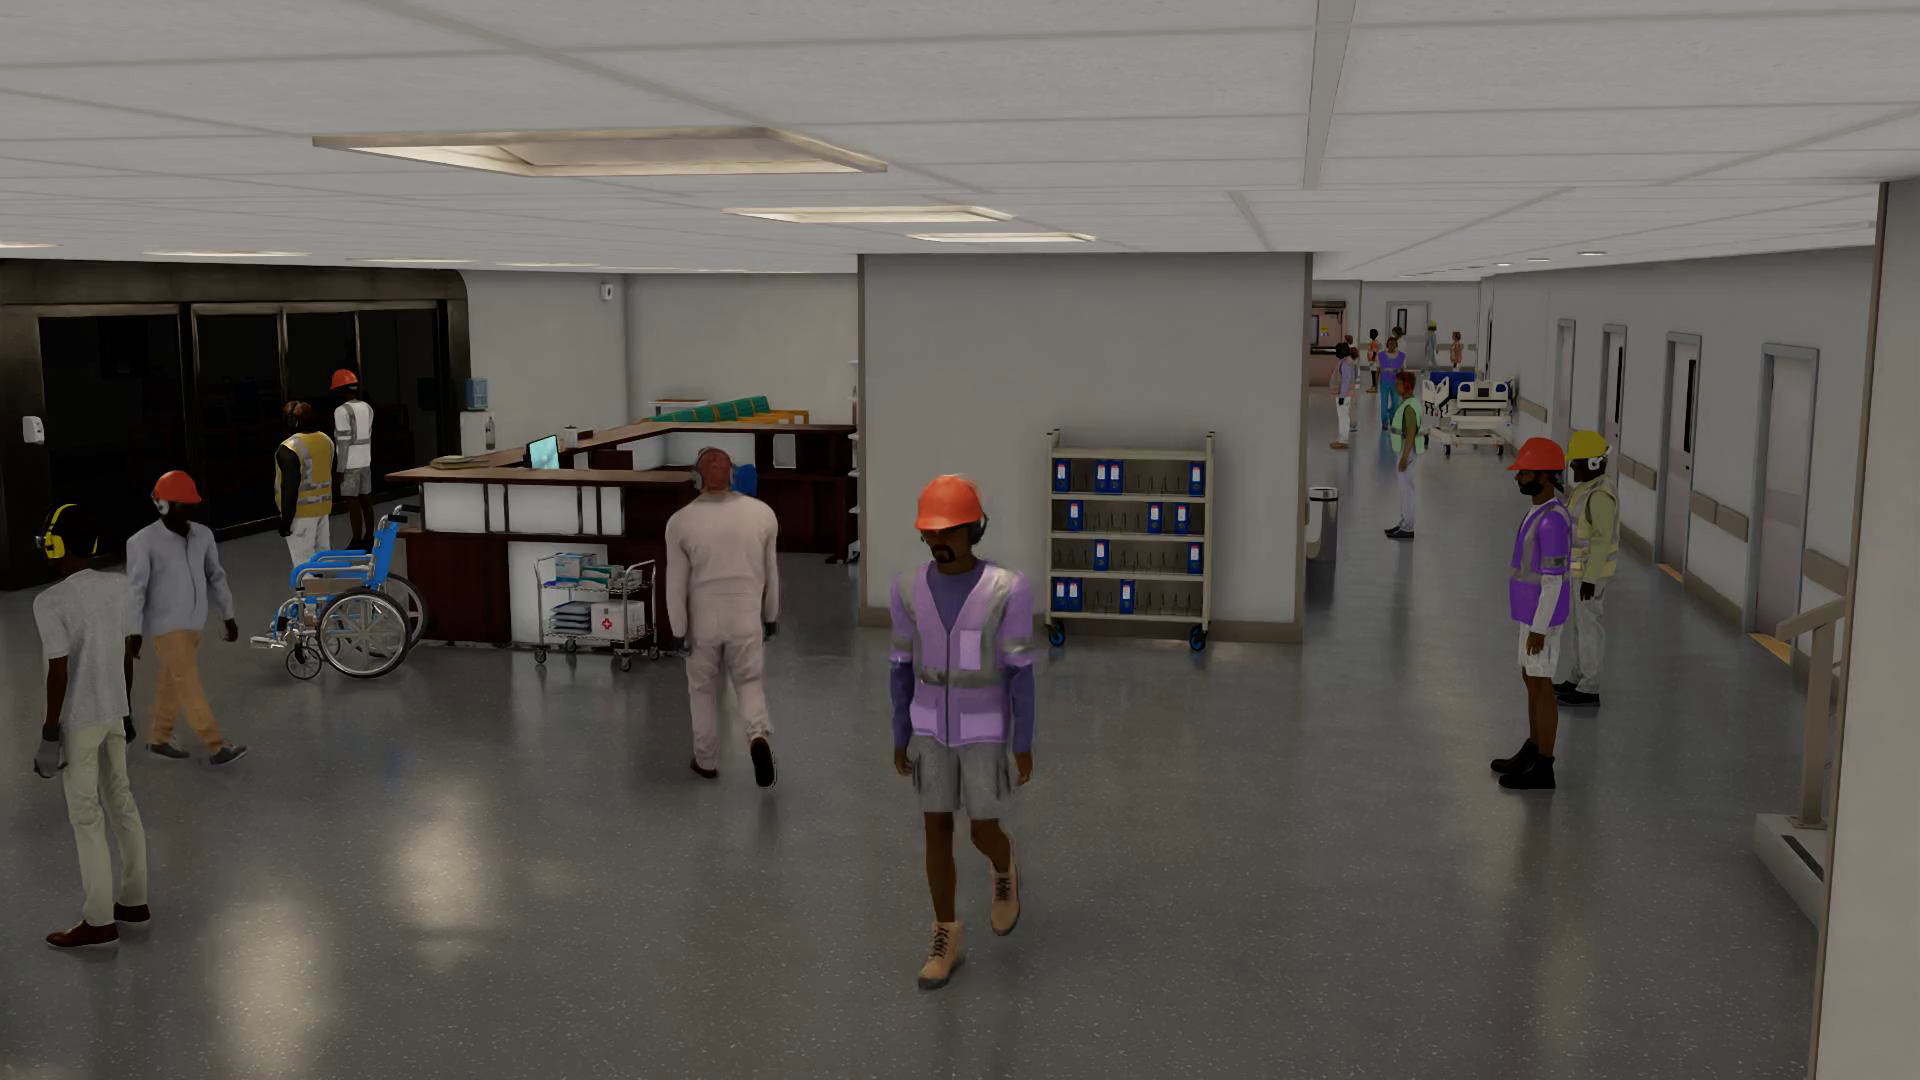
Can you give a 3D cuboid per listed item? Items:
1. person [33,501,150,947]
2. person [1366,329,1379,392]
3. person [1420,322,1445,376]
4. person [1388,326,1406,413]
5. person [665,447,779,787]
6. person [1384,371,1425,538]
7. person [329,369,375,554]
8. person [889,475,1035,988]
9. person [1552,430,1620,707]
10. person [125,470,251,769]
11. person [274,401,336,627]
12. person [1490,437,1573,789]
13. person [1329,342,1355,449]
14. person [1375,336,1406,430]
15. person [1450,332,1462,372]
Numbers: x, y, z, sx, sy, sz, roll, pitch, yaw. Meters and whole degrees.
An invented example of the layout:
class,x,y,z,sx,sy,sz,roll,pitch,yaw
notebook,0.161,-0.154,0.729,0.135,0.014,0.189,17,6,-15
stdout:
class,x,y,z,sx,sy,sz,roll,pitch,yaw
person,-3.658,0.767,6.958,0.329,1.872,0.508,2,9,11
person,10.998,-4.772,44.285,0.319,1.696,0.532,2,9,11
person,15.049,-6.070,52.871,0.880,1.691,0.505,-1,9,-8
person,9.728,-3.792,36.997,0.373,1.936,0.629,2,9,11
person,-1.290,0.431,9.146,0.652,1.881,0.733,-3,9,-21
person,4.937,-0.944,18.393,0.390,1.846,0.564,2,9,11
person,-6.241,-0.784,17.053,0.366,1.931,0.542,2,9,11
person,0.025,0.733,6.656,0.621,2.026,0.607,3,9,20
person,4.113,0.186,10.966,0.403,1.825,0.586,2,9,11
person,-4.394,0.457,9.521,0.869,1.705,0.594,3,9,20
person,-5.354,-0.214,13.566,0.429,1.844,0.624,2,9,11
person,3.157,0.403,9.147,0.357,1.938,0.542,2,9,11
person,6.590,-2.494,28.707,0.429,1.840,0.624,2,9,11
person,8.433,-3.081,32.650,0.575,1.831,0.487,1,9,8
person,13.005,-4.645,43.632,0.308,1.640,0.510,2,9,11
